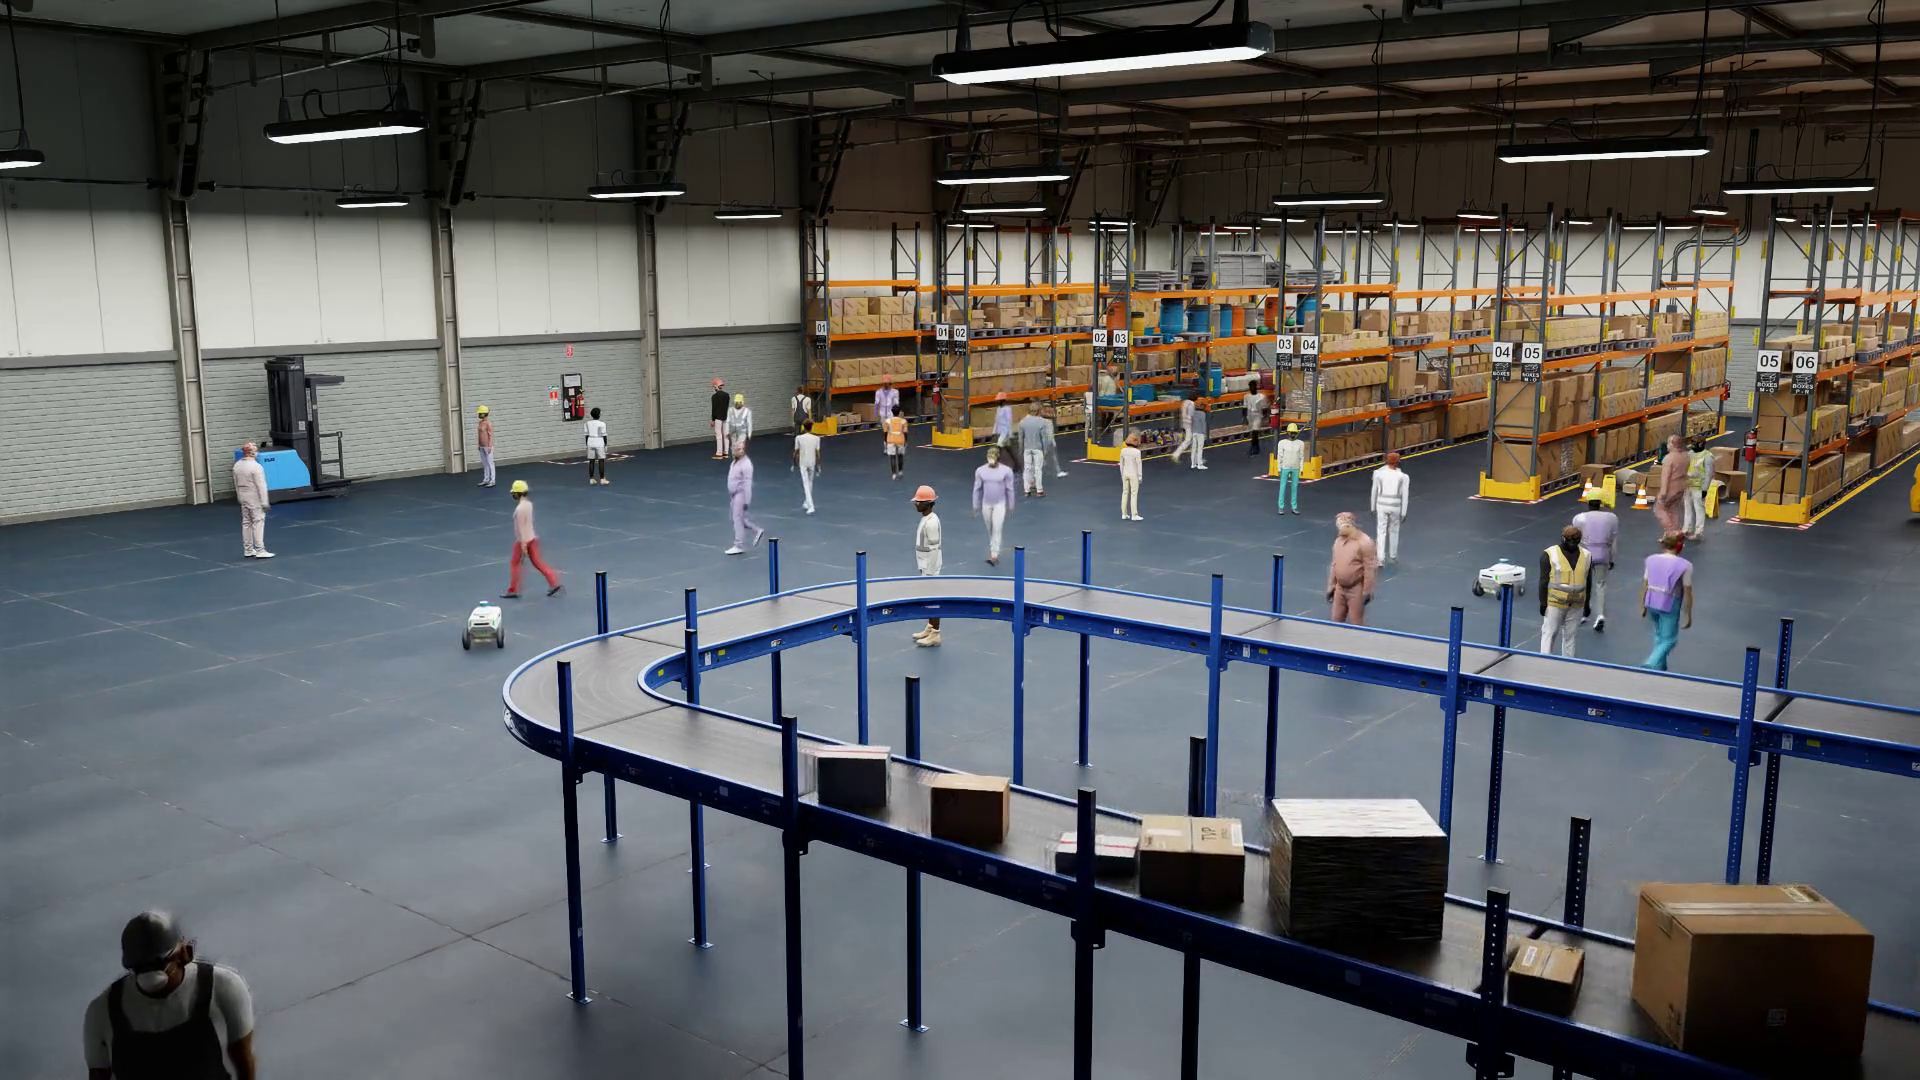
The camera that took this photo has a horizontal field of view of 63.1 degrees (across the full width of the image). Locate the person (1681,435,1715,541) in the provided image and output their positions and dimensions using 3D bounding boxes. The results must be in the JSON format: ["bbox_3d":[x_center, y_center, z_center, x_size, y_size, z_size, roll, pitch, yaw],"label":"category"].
[{"bbox_3d":[12.912,-0.926,27.493,0.429,1.843,0.631,-3,10,-14],"label":"person"}]

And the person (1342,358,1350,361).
[{"bbox_3d":[13.553,-5.753,54.583,0.520,1.871,0.326,6,12,32],"label":"person"}]

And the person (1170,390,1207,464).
[{"bbox_3d":[5.525,-2.729,37.747,0.909,1.808,0.635,-1,10,-8],"label":"person"}]

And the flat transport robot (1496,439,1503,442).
[{"bbox_3d":[14.813,-2.707,42.057,0.652,0.197,1.431,-1,10,-5],"label":"flat transport robot"}]

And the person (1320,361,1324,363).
[{"bbox_3d":[12.372,-5.652,53.874,0.391,1.920,0.593,3,10,14],"label":"person"}]

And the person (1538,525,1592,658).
[{"bbox_3d":[7.019,0.740,18.137,0.620,1.838,0.429,-1,10,-3],"label":"person"}]

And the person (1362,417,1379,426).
[{"bbox_3d":[12.327,-4.417,46.706,0.624,1.993,0.388,8,13,38],"label":"person"}]

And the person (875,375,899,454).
[{"bbox_3d":[-1.859,-3.236,40.043,0.620,2.011,0.964,2,10,9],"label":"person"}]

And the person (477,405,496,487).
[{"bbox_3d":[-10.308,-2.037,33.962,0.525,1.769,0.312,10,14,44],"label":"person"}]

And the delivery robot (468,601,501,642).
[{"bbox_3d":[-6.071,1.027,19.980,0.477,0.478,0.707,-2,10,-10],"label":"delivery robot"}]

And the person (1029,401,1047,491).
[{"bbox_3d":[1.626,-1.999,33.286,0.429,1.924,0.659,-3,11,-19],"label":"person"}]

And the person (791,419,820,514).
[{"bbox_3d":[-2.982,-1.440,30.469,0.536,1.825,0.961,-4,11,-22],"label":"person"}]

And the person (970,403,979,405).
[{"bbox_3d":[0.364,-4.150,45.401,0.546,1.926,0.605,5,11,25],"label":"person"}]

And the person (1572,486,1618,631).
[{"bbox_3d":[8.449,0.233,20.853,0.591,1.898,0.937,2,10,12],"label":"person"}]

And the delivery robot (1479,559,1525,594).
[{"bbox_3d":[7.914,0.522,22.821,0.707,0.478,0.477,-7,12,-34],"label":"delivery robot"}]

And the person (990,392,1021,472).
[{"bbox_3d":[0.996,-2.477,36.122,1.014,1.890,0.546,-4,11,-19],"label":"person"}]

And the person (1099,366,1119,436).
[{"bbox_3d":[4.168,-3.916,44.070,0.389,1.948,0.759,7,12,35],"label":"person"}]

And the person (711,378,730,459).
[{"bbox_3d":[-5.955,-3.014,38.812,0.375,1.996,0.611,6,12,30],"label":"person"}]

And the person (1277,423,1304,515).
[{"bbox_3d":[6.390,-1.378,30.240,0.525,1.772,0.309,-1,10,-5],"label":"person"}]

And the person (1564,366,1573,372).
[{"bbox_3d":[17.856,-4.250,46.105,0.563,1.883,1.012,9,13,40],"label":"person"}]

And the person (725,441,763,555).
[{"bbox_3d":[-3.640,-0.718,26.165,0.634,1.889,0.663,-5,11,-24],"label":"person"}]

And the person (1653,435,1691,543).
[{"bbox_3d":[12.290,-0.872,27.045,0.654,1.892,0.422,-5,11,-27],"label":"person"}]

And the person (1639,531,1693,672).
[{"bbox_3d":[8.026,0.796,17.882,0.742,1.820,0.574,-6,12,-30],"label":"person"}]

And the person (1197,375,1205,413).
[{"bbox_3d":[7.483,-4.484,47.658,0.595,1.800,0.781,5,11,26],"label":"person"}]

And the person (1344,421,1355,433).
[{"bbox_3d":[10.999,-3.775,44.197,0.827,1.599,0.552,-10,14,-43],"label":"person"}]

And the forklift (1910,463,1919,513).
[{"bbox_3d":[19.034,-1.348,28.998,2.313,2.155,1.214,8,13,37],"label":"forklift"}]

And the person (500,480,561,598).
[{"bbox_3d":[-6.255,-0.016,22.697,0.859,1.738,0.520,1,10,7],"label":"person"}]

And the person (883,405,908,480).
[{"bbox_3d":[-1.461,-2.203,35.186,0.546,1.660,0.855,-2,10,-10],"label":"person"}]

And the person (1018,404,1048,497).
[{"bbox_3d":[1.525,-1.862,32.509,0.627,1.933,0.371,4,11,20],"label":"person"}]

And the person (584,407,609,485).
[{"bbox_3d":[-7.957,-2.056,34.256,0.540,1.697,0.317,3,10,16],"label":"person"}]

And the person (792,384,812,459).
[{"bbox_3d":[-3.927,-2.946,38.882,0.504,1.841,0.333,2,10,11],"label":"person"}]

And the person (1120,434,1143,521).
[{"bbox_3d":[3.241,-1.192,29.575,0.286,1.633,0.497,-10,14,-44],"label":"person"}]

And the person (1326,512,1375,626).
[{"bbox_3d":[4.711,0.610,18.833,0.438,1.876,0.692,-6,12,-30],"label":"person"}]

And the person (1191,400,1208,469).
[{"bbox_3d":[5.639,-2.492,36.887,0.284,1.636,0.500,-6,12,-32],"label":"person"}]

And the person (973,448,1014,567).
[{"bbox_3d":[0.509,-0.531,25.140,0.655,1.884,1.013,4,11,19],"label":"person"}]

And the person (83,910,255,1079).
[{"bbox_3d":[-3.560,2.621,7.090,0.694,2.000,0.639,-4,11,-20],"label":"person"}]

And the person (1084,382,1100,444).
[{"bbox_3d":[3.543,-3.420,42.084,0.517,1.645,0.308,9,13,40],"label":"person"}]

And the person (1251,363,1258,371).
[{"bbox_3d":[8.930,-4.475,47.536,0.600,1.815,0.690,2,10,14],"label":"person"}]

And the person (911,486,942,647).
[{"bbox_3d":[-0.422,0.323,19.894,0.387,2.045,0.605,-1,10,-7],"label":"person"}]

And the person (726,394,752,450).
[{"bbox_3d":[-5.160,-2.539,36.667,0.605,1.813,0.720,2,10,14],"label":"person"}]

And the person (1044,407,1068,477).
[{"bbox_3d":[1.991,-2.218,35.480,0.871,1.590,0.511,2,10,10],"label":"person"}]

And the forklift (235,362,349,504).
[{"bbox_3d":[-13.803,-2.244,32.110,1.129,2.768,1.873,8,13,37],"label":"forklift"}]

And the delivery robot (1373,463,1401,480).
[{"bbox_3d":[9.208,-1.420,33.753,0.477,0.478,0.707,9,13,42],"label":"delivery robot"}]

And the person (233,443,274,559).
[{"bbox_3d":[-11.633,-0.645,25.785,0.673,1.905,0.397,6,12,29],"label":"person"}]

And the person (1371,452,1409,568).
[{"bbox_3d":[6.865,-0.484,25.031,0.584,1.839,0.976,4,11,20],"label":"person"}]

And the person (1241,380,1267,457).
[{"bbox_3d":[7.290,-3.020,39.052,0.608,1.909,1.000,10,14,44],"label":"person"}]
